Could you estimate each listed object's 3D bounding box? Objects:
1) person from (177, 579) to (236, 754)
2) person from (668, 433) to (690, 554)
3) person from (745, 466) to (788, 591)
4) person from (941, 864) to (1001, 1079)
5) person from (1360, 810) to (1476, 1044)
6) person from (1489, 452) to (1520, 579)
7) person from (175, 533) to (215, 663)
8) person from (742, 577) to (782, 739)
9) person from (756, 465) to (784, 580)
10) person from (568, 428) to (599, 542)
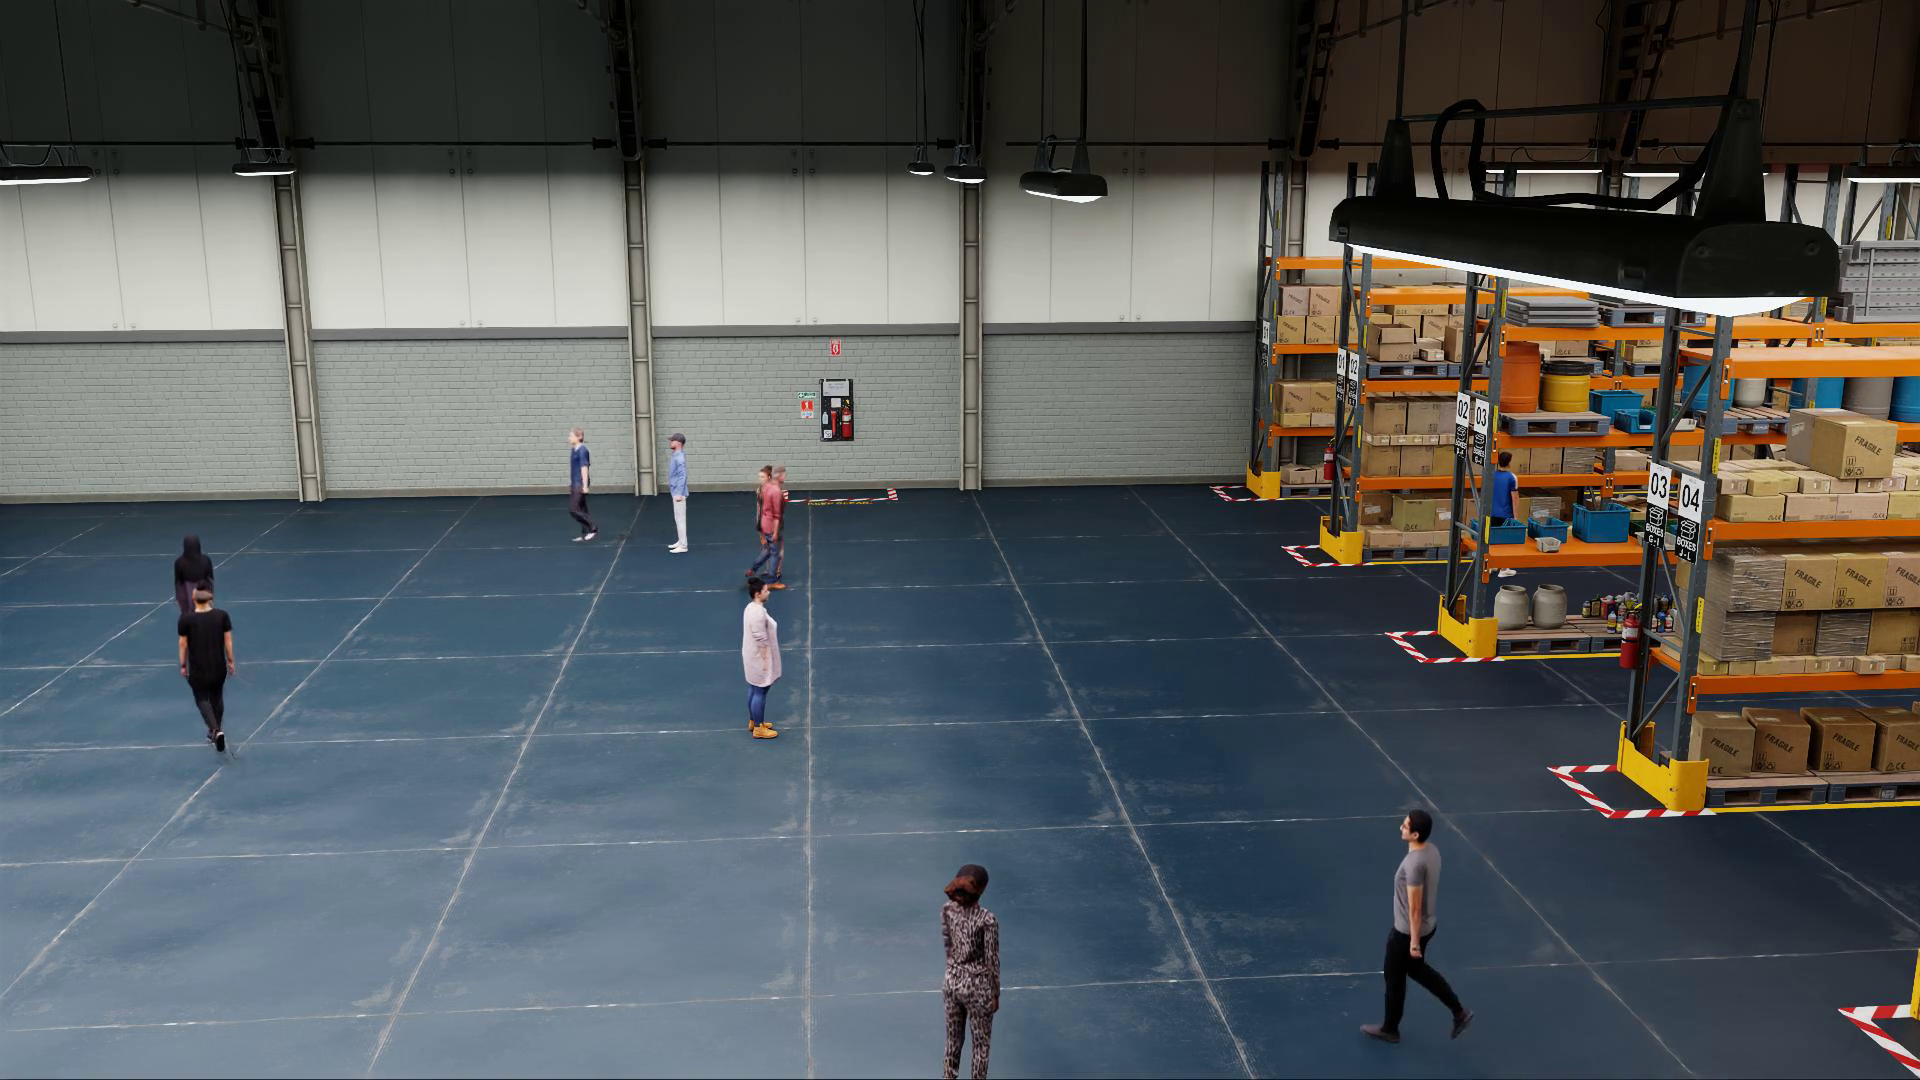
[{"bbox_3d":[-7.798,1.318,17.277,1.104,1.845,1.075,-10,16,-36],"label":"person"},{"bbox_3d":[-4.411,-0.755,26.133,0.608,1.887,0.676,-3,13,-12],"label":"person"},{"bbox_3d":[-2.744,-0.167,23.773,0.945,1.808,0.846,-6,14,-25],"label":"person"},{"bbox_3d":[0.058,2.896,10.749,0.646,1.716,0.724,8,15,31],"label":"person"},{"bbox_3d":[3.223,2.704,11.532,1.083,1.735,0.953,7,15,28],"label":"person"},{"bbox_3d":[8.020,-0.397,24.634,0.776,1.866,0.746,-11,17,-40],"label":"person"},{"bbox_3d":[-9.381,0.729,20.379,1.088,1.592,0.955,-7,15,-29],"label":"person"},{"bbox_3d":[-2.159,1.241,17.833,0.678,1.743,0.731,-3,13,-15],"label":"person"},{"bbox_3d":[-2.804,-0.269,24.494,0.683,1.681,0.754,9,16,34],"label":"person"},{"bbox_3d":[-6.026,-0.884,26.756,0.811,1.859,0.779,-6,14,-25],"label":"person"}]
